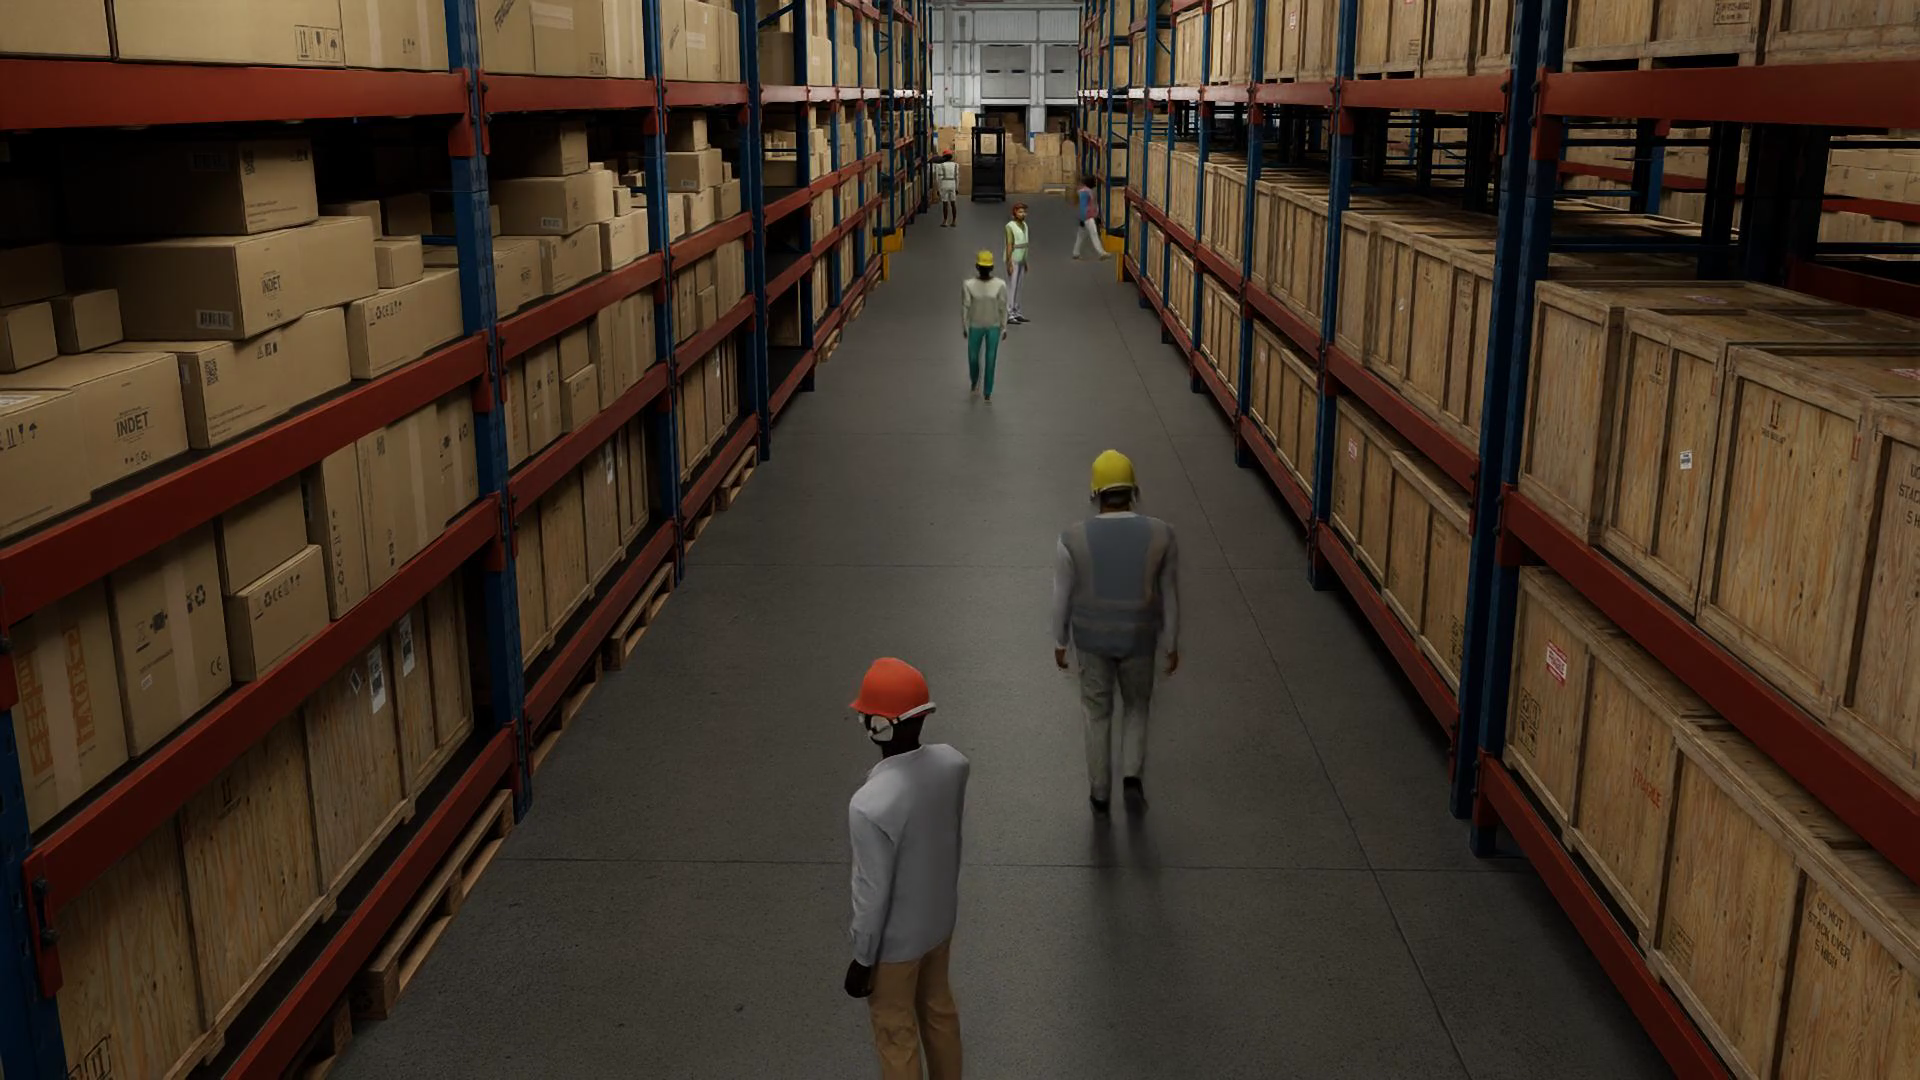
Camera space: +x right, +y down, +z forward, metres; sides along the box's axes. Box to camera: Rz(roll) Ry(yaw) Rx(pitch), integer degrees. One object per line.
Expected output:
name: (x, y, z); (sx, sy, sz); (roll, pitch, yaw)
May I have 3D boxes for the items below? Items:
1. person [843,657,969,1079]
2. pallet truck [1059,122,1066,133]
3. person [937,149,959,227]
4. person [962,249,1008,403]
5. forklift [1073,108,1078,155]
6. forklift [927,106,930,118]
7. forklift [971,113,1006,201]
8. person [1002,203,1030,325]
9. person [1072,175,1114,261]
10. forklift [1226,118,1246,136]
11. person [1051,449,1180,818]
person: (-0.199, 1.222, 5.383); (0.343, 1.749, 0.573); (9, 18, 31)
pallet truck: (5.788, -21.111, 88.014); (1.885, 1.965, 0.823); (5, 16, 18)
person: (-0.324, -9.327, 44.082); (0.605, 2.045, 0.377); (-7, 16, -24)
person: (0.281, -2.441, 19.016); (0.527, 1.751, 0.383); (1, 15, 2)
forklift: (5.667, -18.432, 76.369); (1.129, 2.768, 1.873); (-7, 17, -24)
forklift: (-1.950, -21.151, 86.488); (1.129, 2.768, 1.873); (0, 15, 2)
forklift: (0.946, -12.625, 54.764); (1.129, 2.768, 1.873); (0, 15, 2)
person: (0.864, -4.257, 25.600); (0.393, 1.842, 0.564); (8, 17, 28)
person: (2.804, -6.819, 35.220); (0.954, 1.791, 0.624); (4, 15, 13)
forklift: (7.196, -9.612, 43.554); (1.873, 2.768, 1.129); (0, 15, 2)
person: (0.749, 0.462, 8.092); (0.627, 1.812, 0.429); (0, 15, 1)
